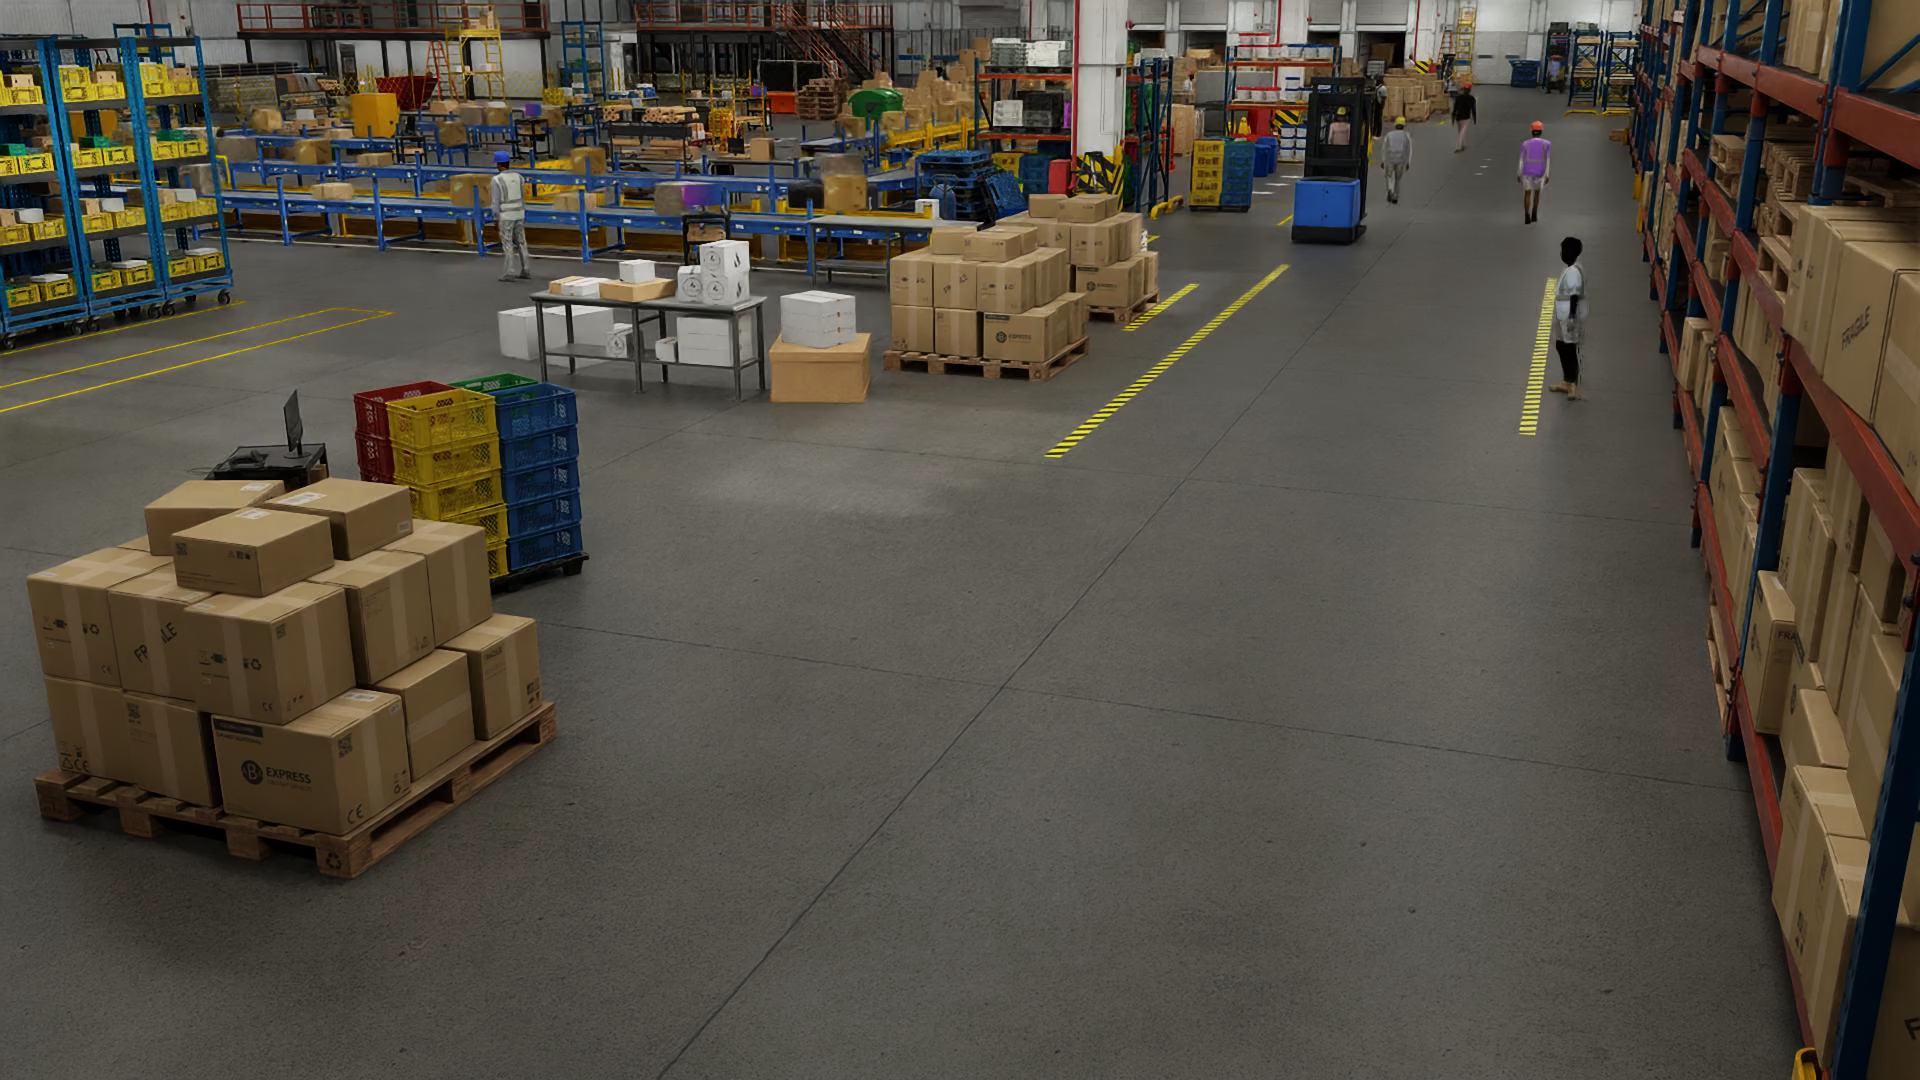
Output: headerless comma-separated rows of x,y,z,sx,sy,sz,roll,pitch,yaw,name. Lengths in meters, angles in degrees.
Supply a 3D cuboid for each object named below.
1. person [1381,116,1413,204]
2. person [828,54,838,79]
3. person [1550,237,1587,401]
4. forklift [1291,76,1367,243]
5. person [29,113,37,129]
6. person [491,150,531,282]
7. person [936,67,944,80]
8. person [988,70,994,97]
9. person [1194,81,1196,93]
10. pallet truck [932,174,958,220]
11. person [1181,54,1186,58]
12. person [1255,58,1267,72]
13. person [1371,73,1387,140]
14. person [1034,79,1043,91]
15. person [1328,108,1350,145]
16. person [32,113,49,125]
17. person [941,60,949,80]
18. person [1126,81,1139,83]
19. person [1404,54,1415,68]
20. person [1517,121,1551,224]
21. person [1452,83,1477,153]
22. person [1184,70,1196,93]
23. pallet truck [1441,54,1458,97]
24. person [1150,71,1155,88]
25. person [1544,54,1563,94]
9.176,-7.984,34.961,0.619,1.819,0.418,4,18,11,person
-6.212,-22.862,81.606,0.572,1.885,0.356,10,20,28,person
6.397,-2.315,17.422,0.319,1.656,0.737,3,18,10,person
6.598,-6.755,29.381,1.129,2.768,1.873,6,19,19,forklift
-30.710,-14.365,54.902,0.648,1.888,0.431,-13,22,-35,person
-6.761,-4.848,24.927,0.425,1.938,0.603,11,21,31,person
-0.757,-16.327,60.938,0.362,1.966,0.611,-2,18,-6,person
1.291,-18.037,66.659,0.436,1.749,0.543,8,19,23,person
8.217,-15.094,57.678,0.824,1.587,0.502,13,22,35,person
-0.507,-5.292,27.348,0.653,1.274,1.630,6,19,19,pallet truck
11.386,-23.822,84.750,0.723,1.809,0.628,-2,18,-5,person
16.331,-25.644,90.357,0.613,1.871,0.974,-10,20,-29,person
13.115,-13.673,52.481,0.537,2.000,0.675,-5,18,-15,person
3.118,-18.308,67.290,0.648,1.910,0.593,-11,20,-30,person
8.913,-9.237,39.000,0.533,1.744,0.687,9,20,25,person
-28.582,-13.414,51.712,0.604,2.020,0.903,-8,19,-24,person
-0.662,-20.756,75.107,0.524,1.804,0.544,14,22,37,person
9.759,-26.635,93.436,0.629,1.914,0.949,-10,20,-28,person
21.524,-22.275,79.678,0.354,1.936,0.635,-10,20,-28,person
10.990,-7.047,31.884,0.572,1.896,0.917,6,19,19,person
14.497,-12.077,47.597,0.983,1.946,0.659,-17,24,-42,person
8.214,-15.755,59.213,0.448,1.918,0.580,12,21,34,person
22.765,-21.886,78.355,0.823,1.965,1.885,-4,18,-14,pallet truck
6.974,-16.211,60.777,0.796,1.840,0.504,12,21,34,person
29.119,-22.745,81.227,0.883,1.896,0.569,16,24,41,person
